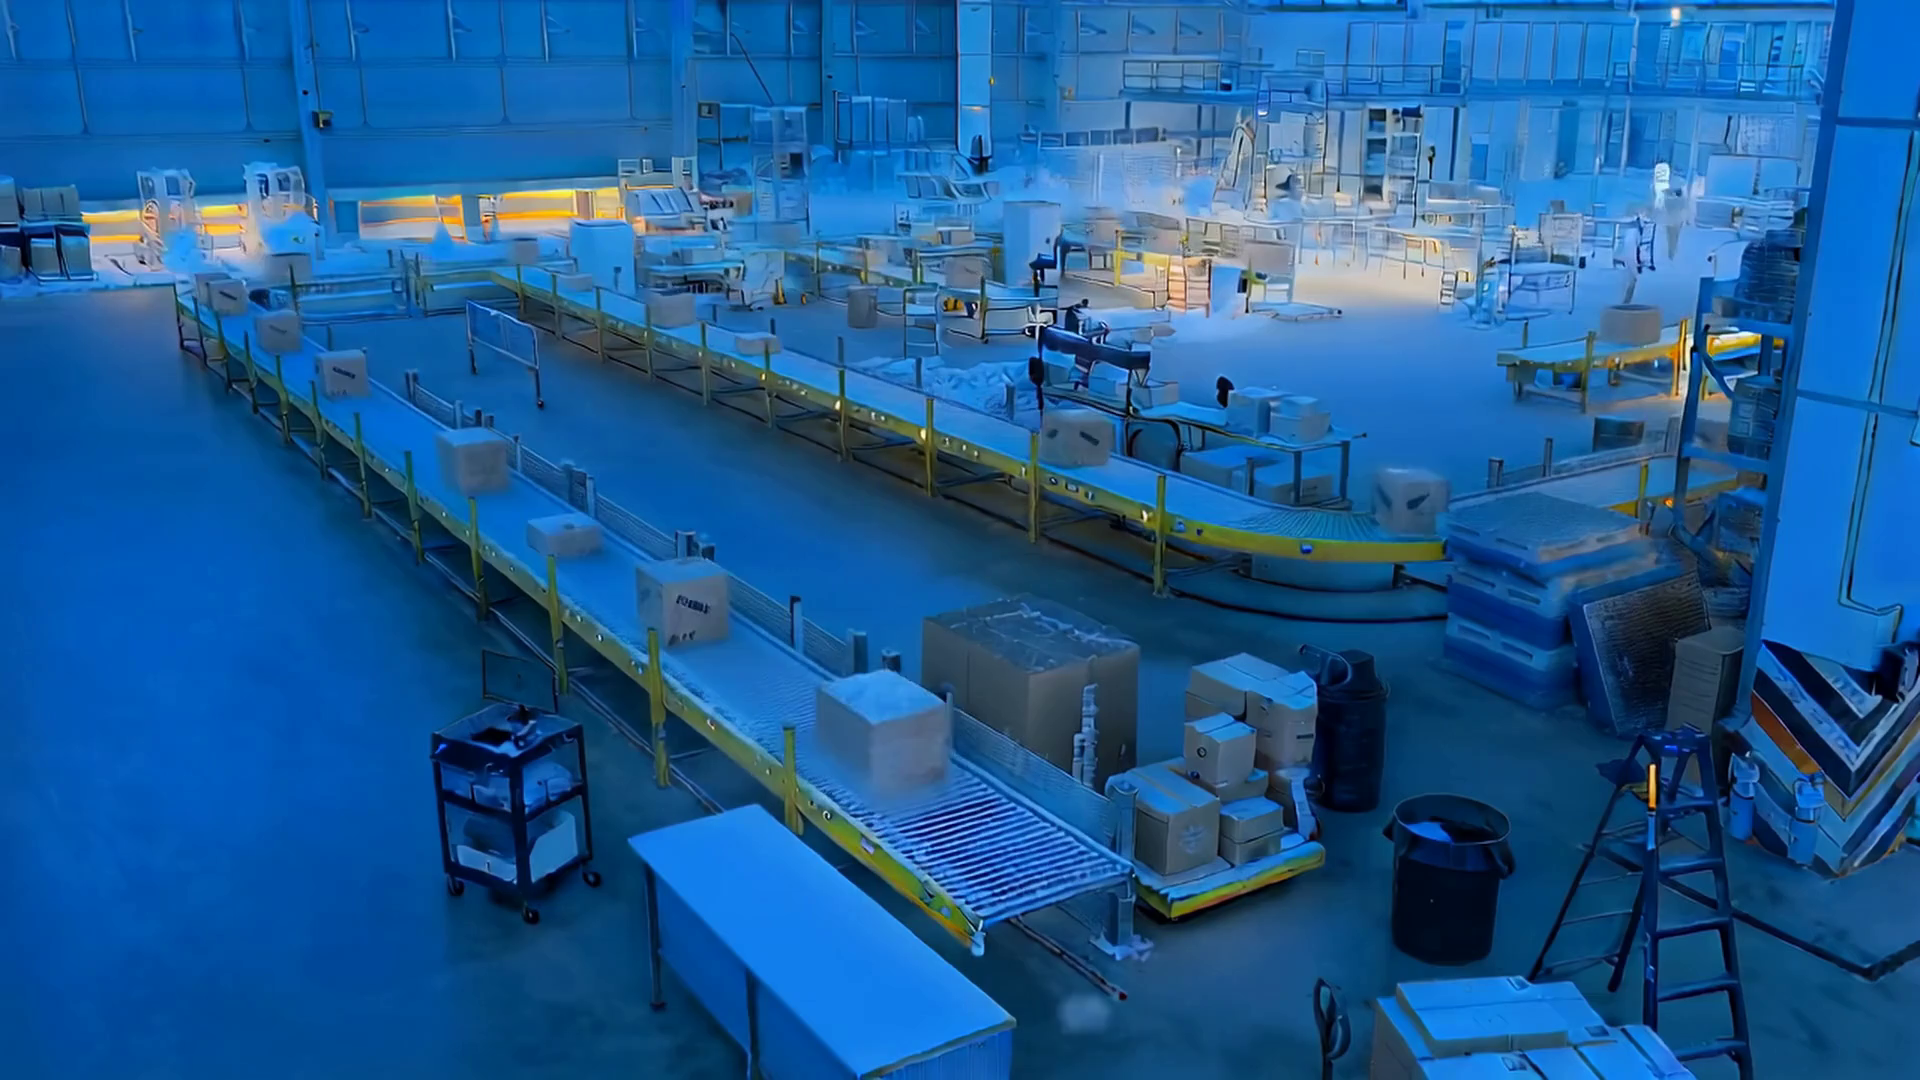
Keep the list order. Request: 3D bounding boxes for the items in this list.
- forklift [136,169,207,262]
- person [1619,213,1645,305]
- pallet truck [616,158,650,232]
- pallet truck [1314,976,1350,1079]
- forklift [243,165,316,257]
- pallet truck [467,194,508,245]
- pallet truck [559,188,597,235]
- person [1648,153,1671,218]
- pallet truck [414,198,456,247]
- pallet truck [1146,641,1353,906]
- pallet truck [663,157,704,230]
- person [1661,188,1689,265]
[{"bbox_3d":[-17.842,-7.318,37.559,1.157,1.987,2.680,-10,20,-31],"label":"forklift"},{"bbox_3d":[12.607,-5.163,31.120,0.329,1.872,0.510,-2,17,-7],"label":"person"},{"bbox_3d":[-8.918,-9.176,44.255,0.823,1.965,1.885,-9,19,-27],"label":"pallet truck"},{"bbox_3d":[2.299,2.390,7.086,1.601,1.201,0.680,-2,17,-7],"label":"pallet truck"},{"bbox_3d":[-15.898,-7.669,38.708,1.157,1.987,2.680,-11,20,-33],"label":"forklift"},{"bbox_3d":[-11.983,-8.177,42.137,0.704,1.261,1.522,-11,20,-33],"label":"pallet truck"},{"bbox_3d":[-10.010,-8.652,43.699,0.653,1.274,1.630,-10,20,-31],"label":"pallet truck"},{"bbox_3d":[20.194,-10.201,47.898,0.575,1.863,0.864,-7,18,-23],"label":"person"},{"bbox_3d":[-13.250,-8.060,41.856,0.680,1.201,1.601,-10,20,-31],"label":"pallet truck"},{"bbox_3d":[1.664,1.407,10.232,1.630,1.274,0.653,-10,20,-31],"label":"pallet truck"},{"bbox_3d":[-7.586,-9.308,44.692,0.823,1.965,1.885,-11,20,-33],"label":"pallet truck"},{"bbox_3d":[16.346,-7.161,38.012,0.537,1.712,0.917,1,17,3],"label":"person"}]
